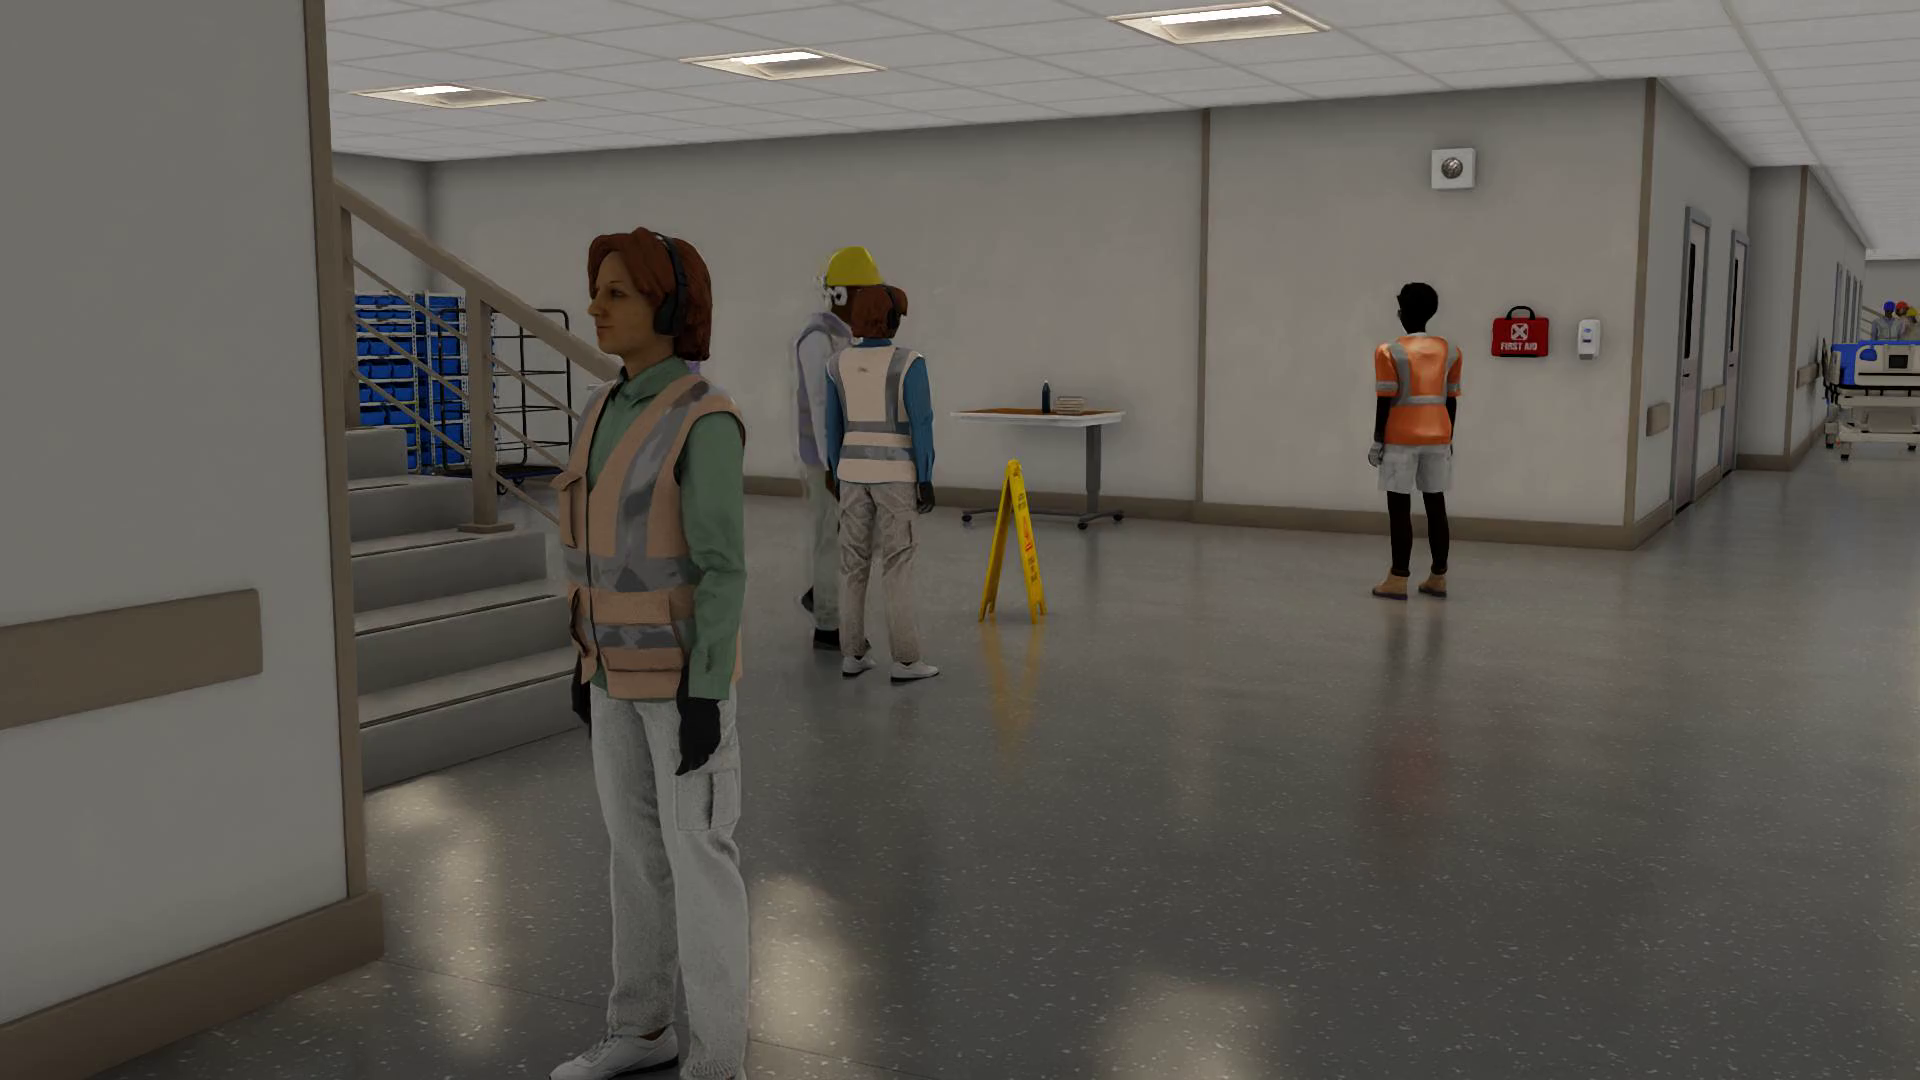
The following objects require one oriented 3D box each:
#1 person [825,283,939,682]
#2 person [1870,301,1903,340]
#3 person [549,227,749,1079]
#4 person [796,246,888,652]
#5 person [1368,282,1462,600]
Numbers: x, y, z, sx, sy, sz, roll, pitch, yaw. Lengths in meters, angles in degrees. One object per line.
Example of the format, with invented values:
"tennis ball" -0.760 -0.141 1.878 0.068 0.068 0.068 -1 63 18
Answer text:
"person" -0.329 -0.234 6.874 0.514 1.642 0.311 4 9 31
"person" 19.256 -3.986 34.577 0.616 1.945 0.404 1 8 10
"person" -0.562 0.260 3.066 0.307 1.645 0.511 -6 10 -40
"person" -0.510 -0.396 7.469 0.423 1.821 0.600 4 8 27
"person" 2.431 -0.526 8.910 0.539 1.695 0.318 -3 8 -19
